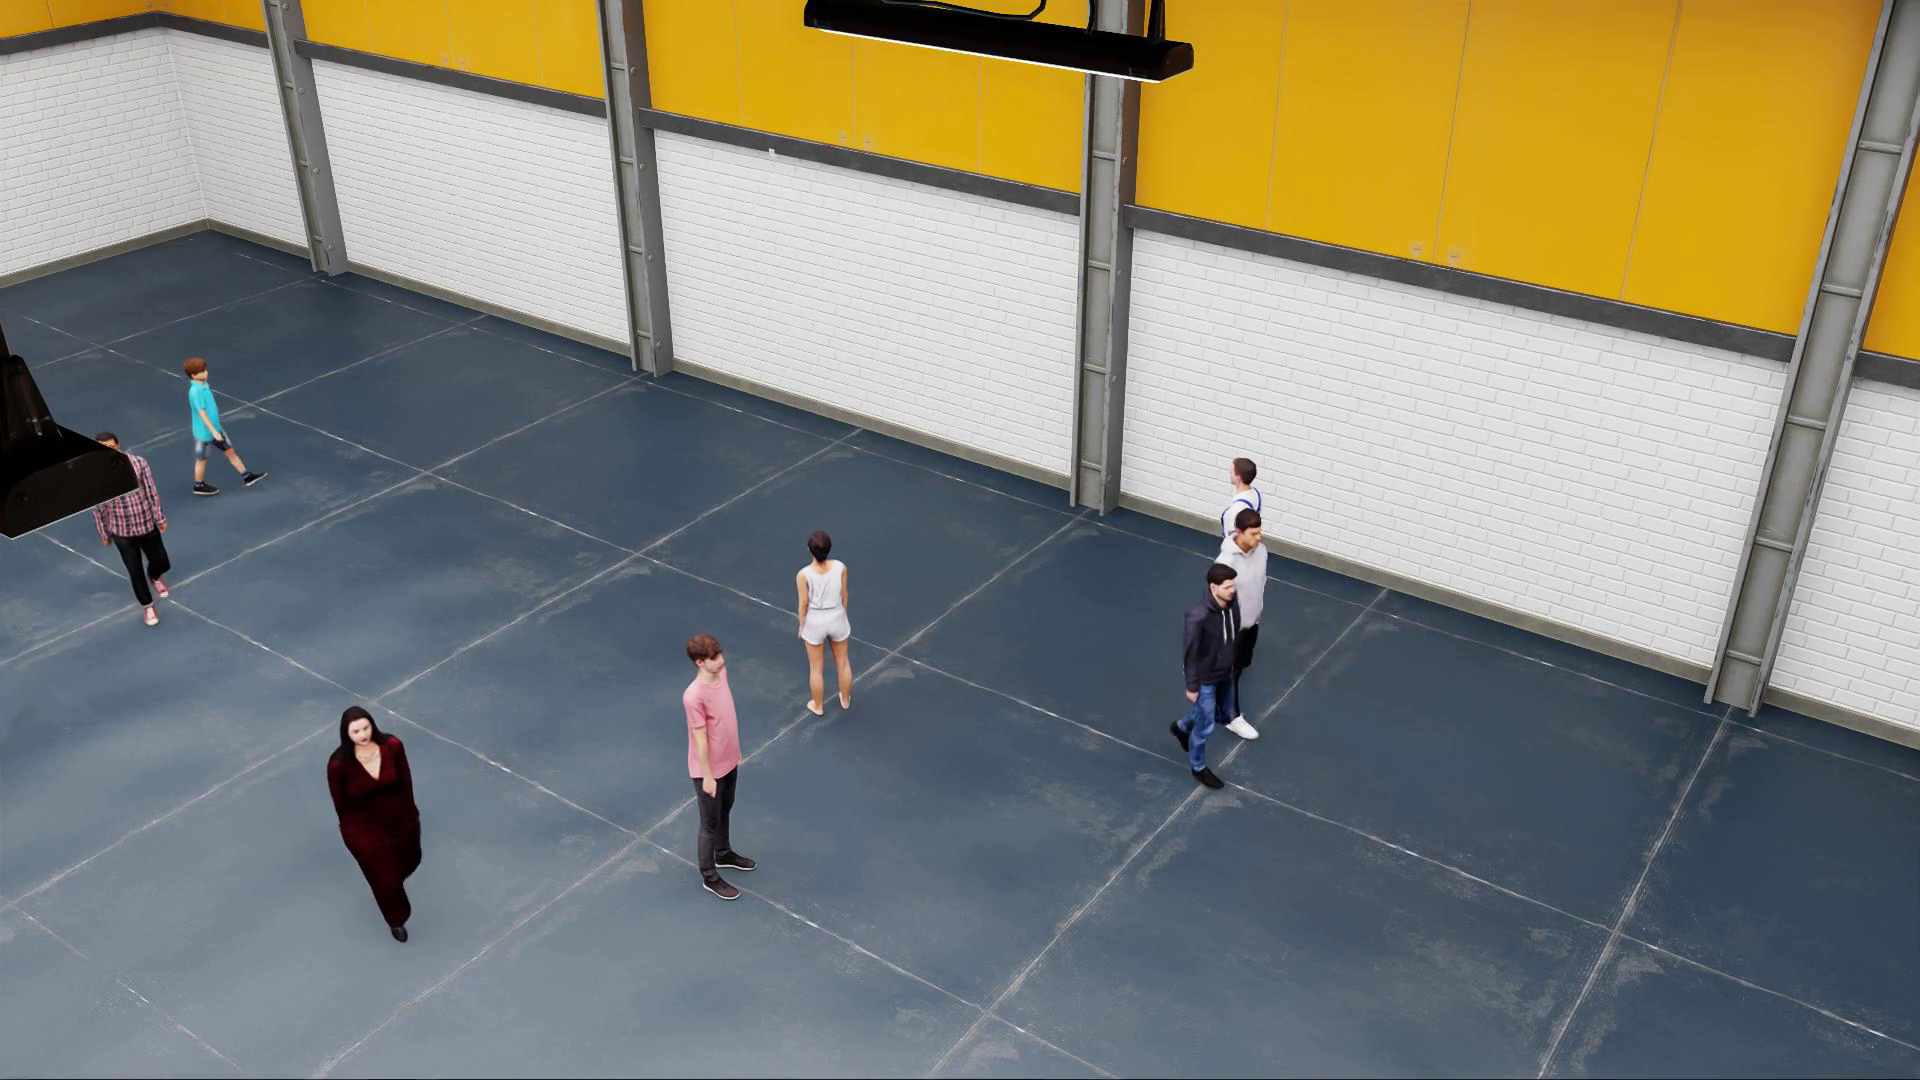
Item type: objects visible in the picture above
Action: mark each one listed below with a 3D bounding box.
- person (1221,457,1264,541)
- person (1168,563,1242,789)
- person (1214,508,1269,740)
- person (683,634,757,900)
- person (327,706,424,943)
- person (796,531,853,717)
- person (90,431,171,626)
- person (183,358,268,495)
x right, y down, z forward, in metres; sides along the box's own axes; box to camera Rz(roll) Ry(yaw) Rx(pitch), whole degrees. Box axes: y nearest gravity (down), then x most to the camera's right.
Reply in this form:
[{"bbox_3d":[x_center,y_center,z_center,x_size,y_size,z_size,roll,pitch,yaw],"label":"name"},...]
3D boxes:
[{"bbox_3d":[2.281,0.170,13.555,0.560,1.849,0.617,18,33,30],"label":"person"},{"bbox_3d":[1.746,0.935,12.129,0.790,1.872,0.898,-25,37,-37],"label":"person"},{"bbox_3d":[2.043,0.583,12.735,0.852,1.909,1.115,-23,36,-35],"label":"person"},{"bbox_3d":[-1.641,1.469,11.059,0.662,1.958,0.686,8,30,14],"label":"person"},{"bbox_3d":[-3.776,1.774,10.726,0.822,1.742,0.967,-19,34,-31],"label":"person"},{"bbox_3d":[-1.051,0.645,12.943,0.670,1.600,0.708,-10,30,-17],"label":"person"},{"bbox_3d":[-7.092,-0.149,14.247,0.853,1.747,0.932,-18,33,-30],"label":"person"},{"bbox_3d":[-7.459,-1.089,16.314,0.984,1.416,0.857,-1,29,-1],"label":"person"}]
